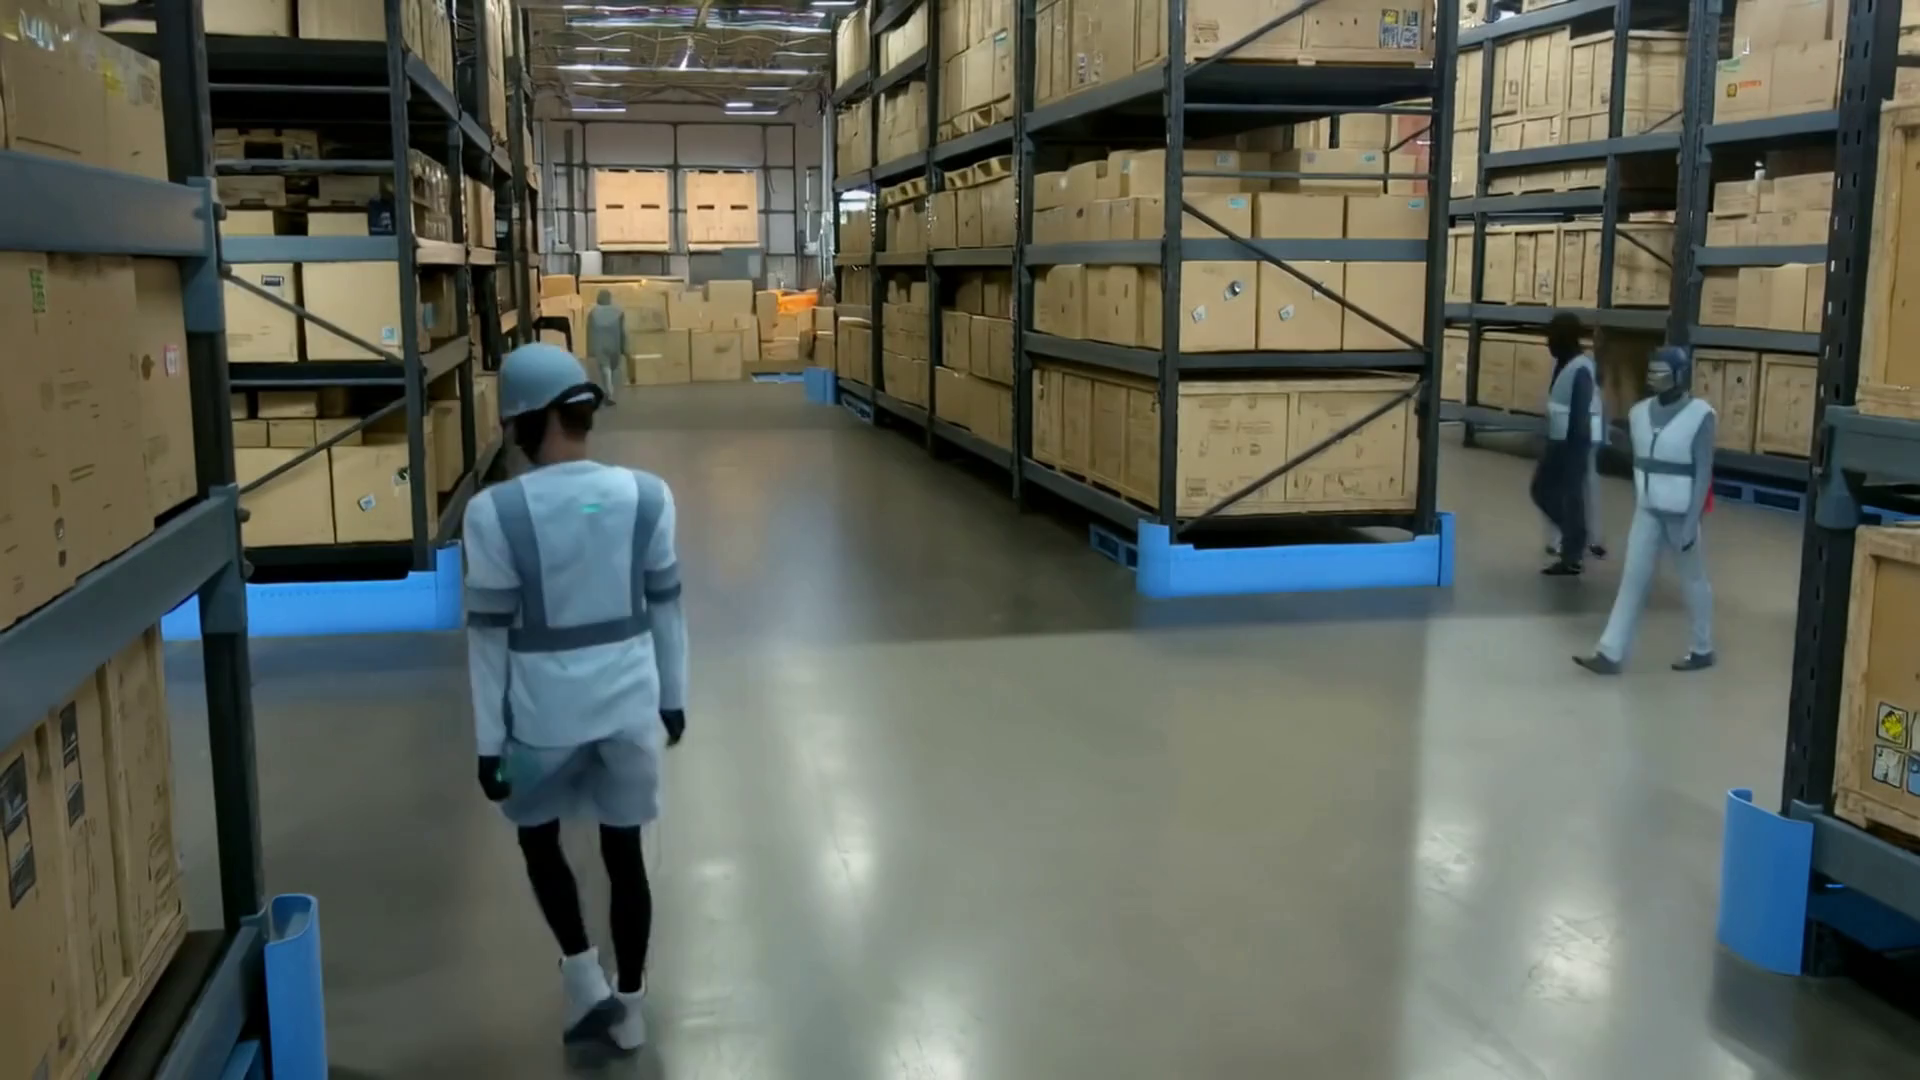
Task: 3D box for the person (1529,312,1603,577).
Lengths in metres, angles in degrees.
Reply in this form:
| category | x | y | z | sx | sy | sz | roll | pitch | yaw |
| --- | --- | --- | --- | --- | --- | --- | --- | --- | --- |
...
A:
| category | x | y | z | sx | sy | sz | roll | pitch | yaw |
| --- | --- | --- | --- | --- | --- | --- | --- | --- | --- |
| person | 4.374 | -0.681 | 11.981 | 0.450 | 1.898 | 0.696 | 1 | 9 | 4 |

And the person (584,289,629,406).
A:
| category | x | y | z | sx | sy | sz | roll | pitch | yaw |
| --- | --- | --- | --- | --- | --- | --- | --- | --- | --- |
| person | -5.761 | -3.124 | 26.961 | 0.676 | 1.852 | 0.976 | -6 | 11 | -31 |

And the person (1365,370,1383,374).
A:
| category | x | y | z | sx | sy | sz | roll | pitch | yaw |
| --- | --- | --- | --- | --- | --- | --- | --- | --- | --- |
| person | 6.010 | -2.475 | 23.810 | 0.733 | 1.605 | 0.526 | 1 | 9 | 4 |

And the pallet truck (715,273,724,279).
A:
| category | x | y | z | sx | sy | sz | roll | pitch | yaw |
| --- | --- | --- | --- | --- | --- | --- | --- | --- | --- |
| pallet truck | -8.580 | -8.986 | 62.280 | 1.885 | 1.965 | 0.823 | 1 | 9 | 5 |

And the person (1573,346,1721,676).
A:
| category | x | y | z | sx | sy | sz | roll | pitch | yaw |
| --- | --- | --- | --- | --- | --- | --- | --- | --- | --- |
| person | 3.793 | -0.143 | 8.989 | 0.979 | 1.790 | 0.589 | -5 | 11 | -28 |

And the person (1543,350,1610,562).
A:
| category | x | y | z | sx | sy | sz | roll | pitch | yaw |
| --- | --- | --- | --- | --- | --- | --- | --- | --- | --- |
| person | 4.644 | -0.617 | 12.496 | 0.492 | 1.600 | 0.725 | -1 | 9 | -8 |

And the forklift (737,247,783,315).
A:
| category | x | y | z | sx | sy | sz | roll | pitch | yaw |
| --- | --- | --- | --- | --- | --- | --- | --- | --- | --- |
| forklift | -6.362 | -7.626 | 51.307 | 1.129 | 2.768 | 1.873 | -7 | 12 | -38 |

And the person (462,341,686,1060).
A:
| category | x | y | z | sx | sy | sz | roll | pitch | yaw |
| --- | --- | --- | --- | --- | --- | --- | --- | --- | --- |
| person | -1.046 | 0.462 | 4.633 | 0.670 | 2.016 | 0.435 | -5 | 11 | -29 |
